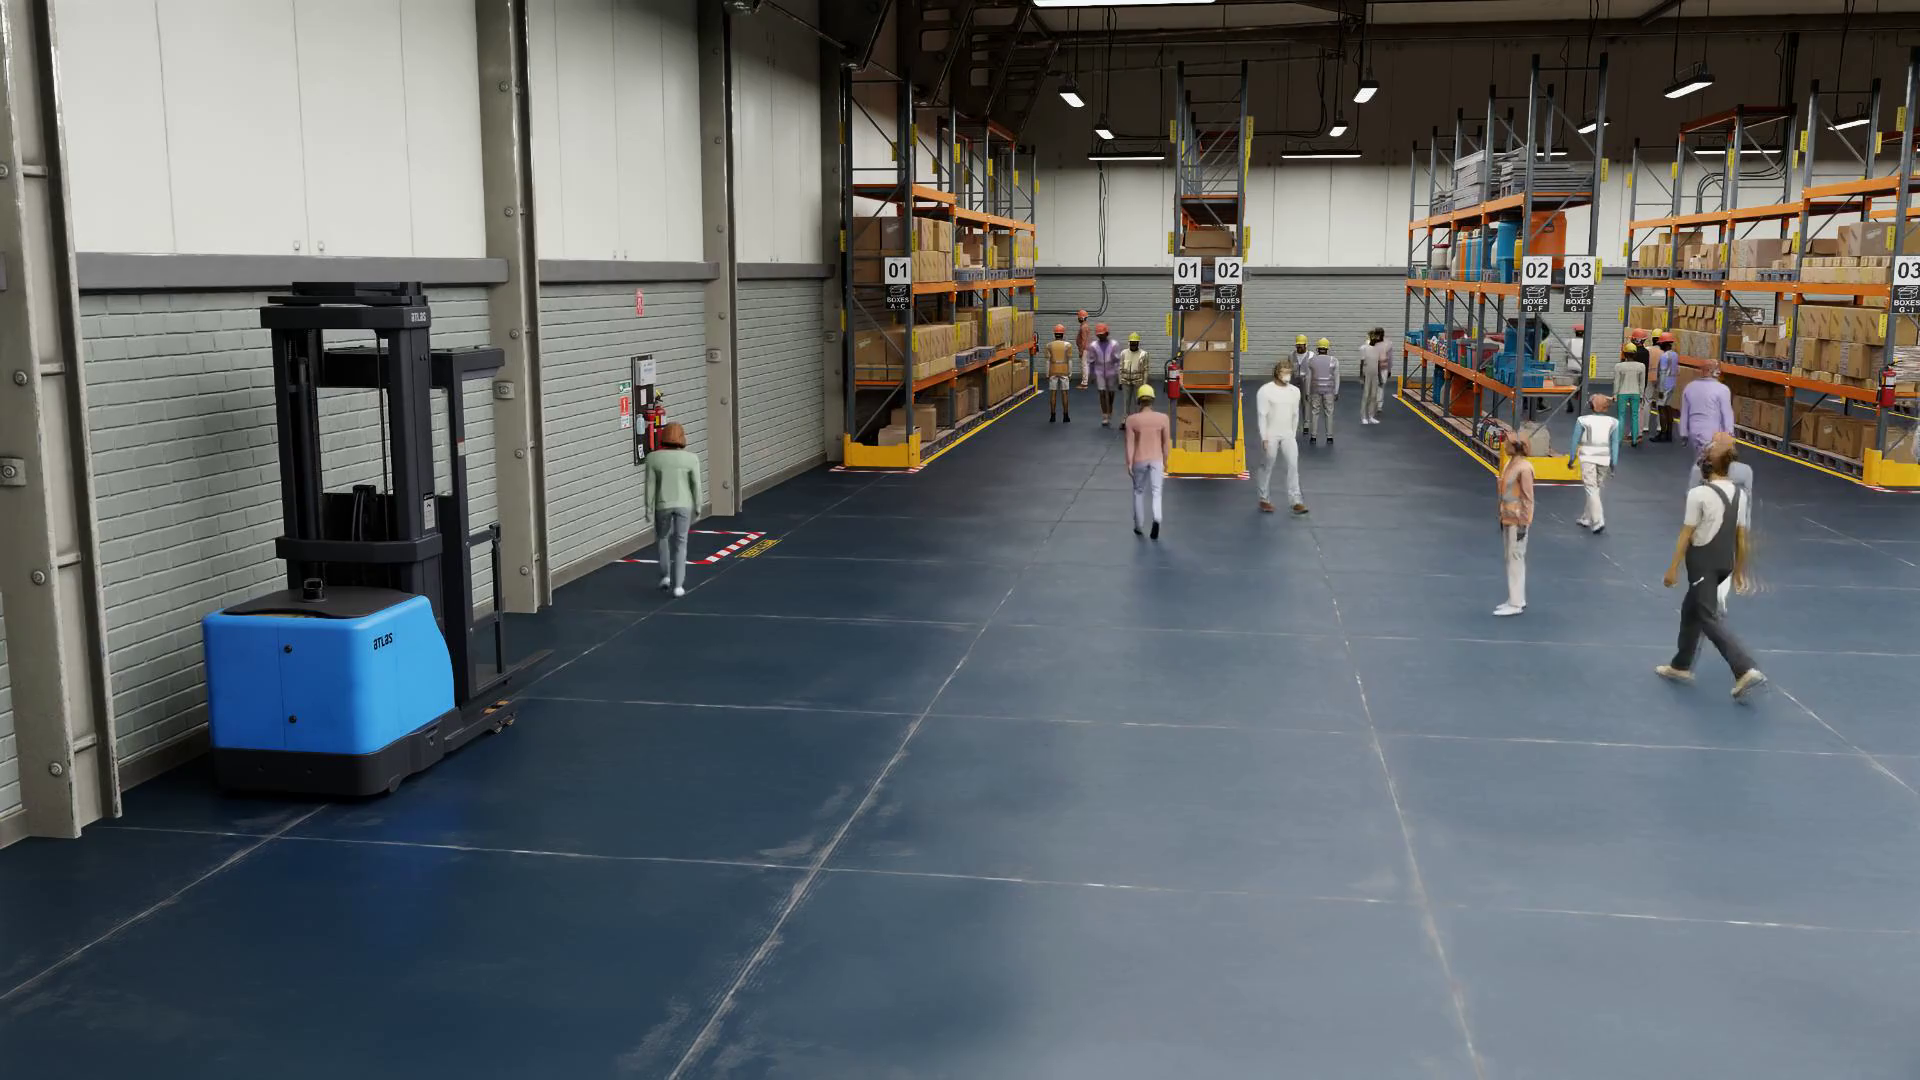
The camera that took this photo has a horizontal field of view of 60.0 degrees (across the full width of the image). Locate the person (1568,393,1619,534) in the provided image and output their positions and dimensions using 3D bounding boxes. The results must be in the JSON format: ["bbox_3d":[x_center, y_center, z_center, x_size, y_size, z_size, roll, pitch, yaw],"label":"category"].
[{"bbox_3d":[7.366,-0.899,19.266,0.508,1.602,0.859,-1,9,-5],"label":"person"}]

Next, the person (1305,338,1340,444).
[{"bbox_3d":[6.332,-2.607,29.079,0.588,1.834,0.403,2,9,12],"label":"person"}]

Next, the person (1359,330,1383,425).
[{"bbox_3d":[8.053,-3.196,32.694,0.569,1.846,0.372,-5,10,-27],"label":"person"}]

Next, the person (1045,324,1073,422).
[{"bbox_3d":[1.977,-3.331,33.223,0.543,1.939,0.362,1,9,7],"label":"person"}]

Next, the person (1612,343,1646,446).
[{"bbox_3d":[11.490,-2.496,28.596,0.525,1.772,0.306,1,9,6],"label":"person"}]

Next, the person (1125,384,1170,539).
[{"bbox_3d":[2.126,-0.892,18.807,0.523,1.737,0.795,0,9,1],"label":"person"}]

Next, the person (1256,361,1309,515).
[{"bbox_3d":[3.977,-1.251,20.537,0.648,1.894,0.970,-3,10,-18],"label":"person"}]

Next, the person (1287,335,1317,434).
[{"bbox_3d":[6.299,-2.882,30.779,0.600,1.830,0.404,4,10,21],"label":"person"}]

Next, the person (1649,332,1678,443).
[{"bbox_3d":[12.427,-2.699,29.366,0.553,1.929,0.383,-9,13,-44],"label":"person"}]

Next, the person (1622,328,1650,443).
[{"bbox_3d":[11.920,-2.725,29.304,0.375,1.997,0.612,7,12,37],"label":"person"}]

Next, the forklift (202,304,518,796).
[{"bbox_3d":[-3.673,-0.038,10.147,1.129,2.768,1.873,1,9,9],"label":"forklift"}]

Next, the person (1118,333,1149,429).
[{"bbox_3d":[3.281,-3.008,31.569,0.599,1.832,0.404,4,10,22],"label":"person"}]

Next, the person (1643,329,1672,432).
[{"bbox_3d":[12.999,-2.986,31.128,0.590,1.927,0.367,1,9,8],"label":"person"}]

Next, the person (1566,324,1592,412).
[{"bbox_3d":[13.256,-3.692,35.691,0.536,1.871,0.993,5,10,28],"label":"person"}]

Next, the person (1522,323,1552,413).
[{"bbox_3d":[12.280,-3.658,35.360,0.704,1.899,0.958,-2,9,-14],"label":"person"}]

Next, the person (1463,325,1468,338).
[{"bbox_3d":[12.878,-4.655,42.302,0.315,1.641,0.514,8,12,39],"label":"person"}]

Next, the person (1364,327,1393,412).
[{"bbox_3d":[8.967,-3.677,35.756,0.632,1.819,0.782,1,9,9],"label":"person"}]

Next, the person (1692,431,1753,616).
[{"bbox_3d":[6.678,-0.152,14.640,0.492,1.602,0.766,5,11,30],"label":"person"}]

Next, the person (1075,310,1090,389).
[{"bbox_3d":[3.154,-4.888,42.650,0.376,1.995,0.609,2,9,9],"label":"person"}]

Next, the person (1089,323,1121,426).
[{"bbox_3d":[2.873,-3.271,32.673,0.680,1.996,0.803,2,9,10],"label":"person"}]

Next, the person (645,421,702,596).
[{"bbox_3d":[-2.663,-0.298,15.497,0.524,1.614,0.493,-1,9,-6],"label":"person"}]

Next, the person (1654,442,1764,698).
[{"bbox_3d":[5.397,0.204,11.857,0.517,1.805,0.939,-5,10,-29],"label":"person"}]

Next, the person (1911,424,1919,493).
[{"bbox_3d":[12.934,-1.509,22.081,0.434,1.911,0.646,-2,9,-9],"label":"person"}]

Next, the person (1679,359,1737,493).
[{"bbox_3d":[9.580,-1.363,21.244,0.519,1.890,0.648,-4,10,-23],"label":"person"}]

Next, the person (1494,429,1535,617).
[{"bbox_3d":[4.874,-0.162,14.614,0.309,1.639,0.523,0,9,2],"label":"person"}]
